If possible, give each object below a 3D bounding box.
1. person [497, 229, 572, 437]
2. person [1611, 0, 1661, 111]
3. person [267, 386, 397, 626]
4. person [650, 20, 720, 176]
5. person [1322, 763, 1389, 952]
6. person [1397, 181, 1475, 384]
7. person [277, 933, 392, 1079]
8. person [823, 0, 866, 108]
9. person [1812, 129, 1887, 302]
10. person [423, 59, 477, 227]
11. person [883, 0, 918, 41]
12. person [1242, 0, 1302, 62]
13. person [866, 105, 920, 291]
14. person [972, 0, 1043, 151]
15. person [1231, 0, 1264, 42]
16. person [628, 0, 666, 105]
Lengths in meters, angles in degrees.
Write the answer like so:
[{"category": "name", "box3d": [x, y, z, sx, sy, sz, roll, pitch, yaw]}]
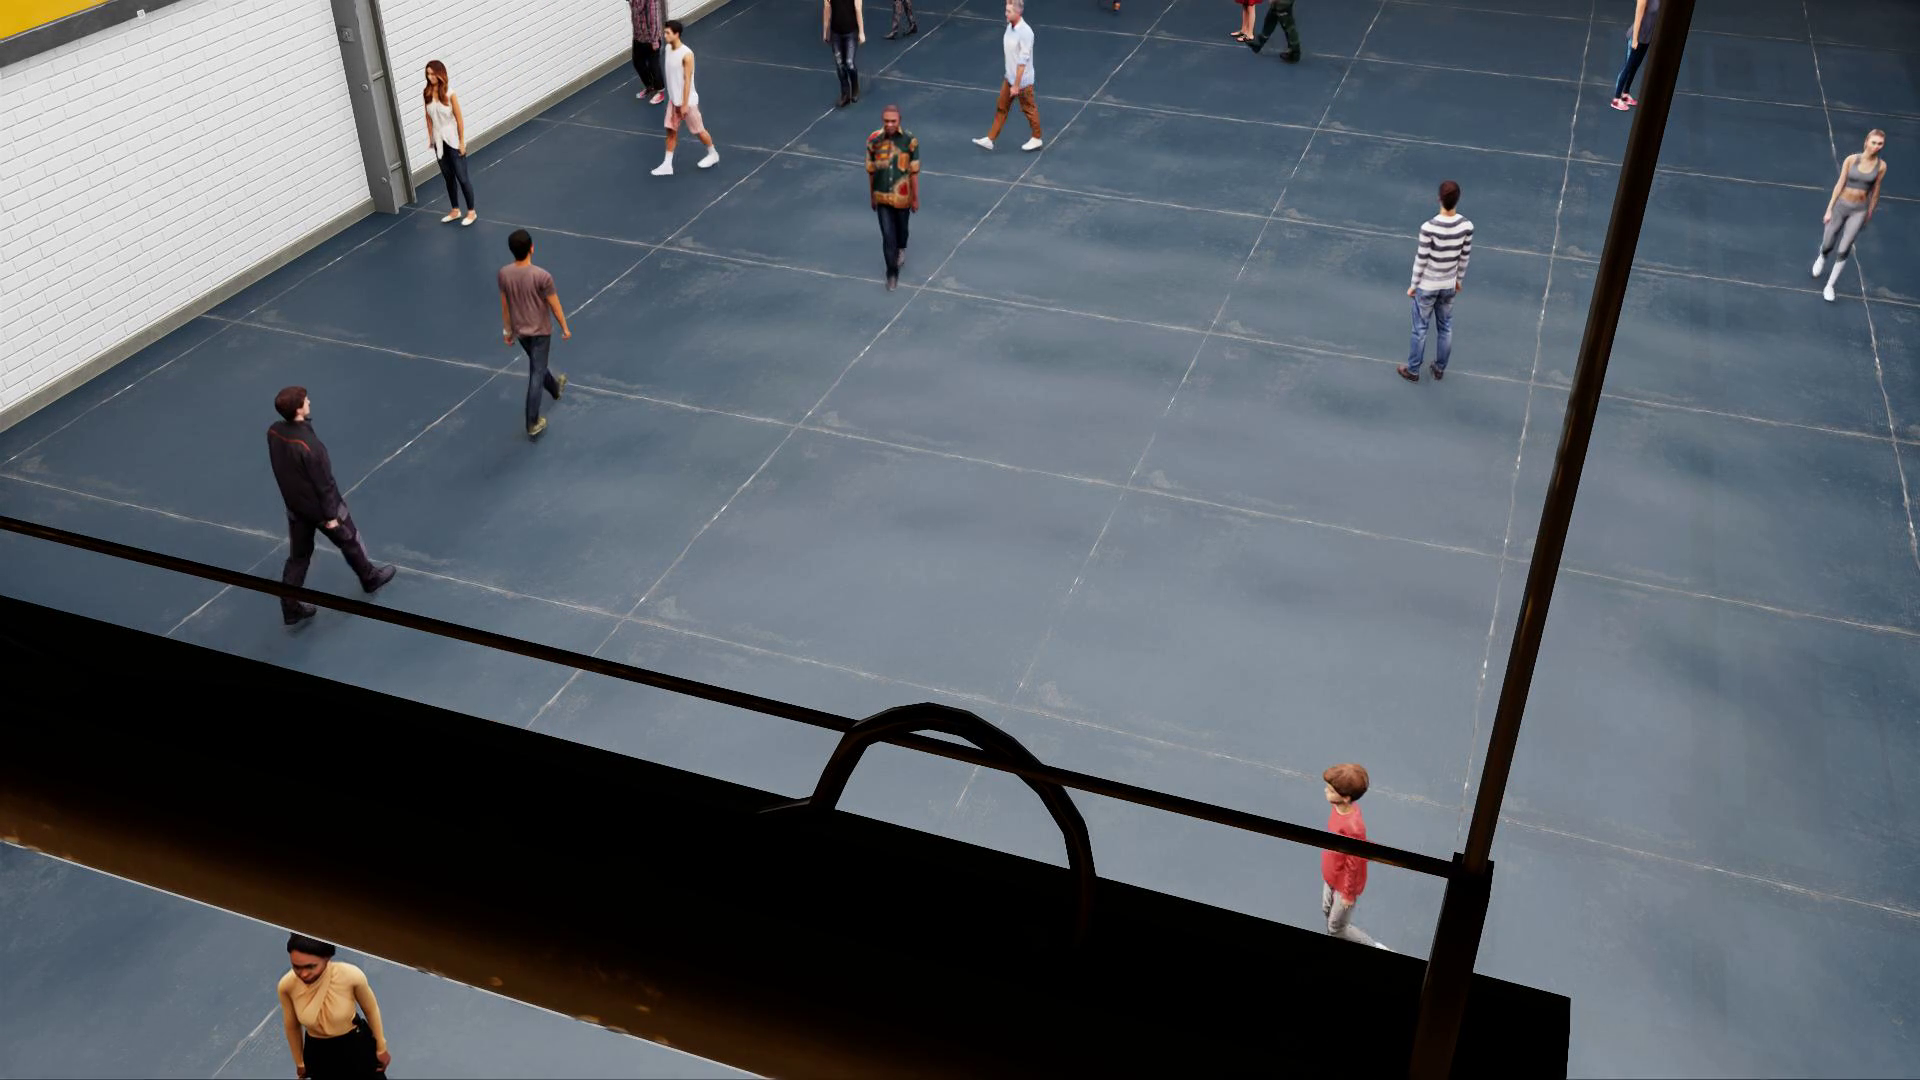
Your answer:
[{"category": "person", "box3d": [-3.625, -1.700, 13.985, 0.757, 1.724, 1.148, 7, 34, 10]}, {"category": "person", "box3d": [8.553, -6.307, 20.915, 0.601, 1.726, 0.710, -28, 43, -36]}, {"category": "person", "box3d": [-4.620, -0.209, 11.670, 0.825, 1.803, 1.181, 17, 37, 24]}, {"category": "person", "box3d": [-3.079, -5.042, 18.995, 1.222, 1.743, 1.007, -25, 41, -33]}, {"category": "person", "box3d": [2.139, 1.806, 9.006, 0.734, 1.396, 0.720, -3, 34, -5]}, {"category": "person", "box3d": [4.231, -2.274, 14.739, 0.723, 1.846, 0.707, -5, 34, -7]}, {"category": "person", "box3d": [-2.908, 2.422, 7.847, 0.670, 1.654, 0.690, -5, 34, -8]}, {"category": "person", "box3d": [-1.423, -6.421, 20.943, 0.684, 1.884, 0.676, 11, 35, 15]}, {"category": "person", "box3d": [8.702, -3.220, 16.302, 0.583, 1.691, 0.852, 12, 36, 18]}, {"category": "person", "box3d": [-5.450, -4.249, 17.766, 0.604, 1.784, 0.529, 13, 36, 19]}, {"category": "person", "box3d": [-0.748, -7.942, 23.407, 1.022, 1.690, 0.839, -27, 42, -34]}, {"category": "person", "box3d": [4.452, -7.328, 22.390, 0.744, 1.793, 1.007, 14, 36, 21]}, {"category": "person", "box3d": [-0.652, -3.468, 16.600, 0.955, 1.775, 1.257, 0, 34, 0]}, {"category": "person", "box3d": [0.767, -5.439, 19.558, 1.221, 1.783, 1.127, -18, 37, -24]}, {"category": "person", "box3d": [4.075, -7.829, 23.363, 0.731, 1.551, 0.672, -8, 34, -12]}, {"category": "person", "box3d": [-3.946, -6.397, 21.051, 0.741, 1.725, 0.798, -24, 41, -32]}]
